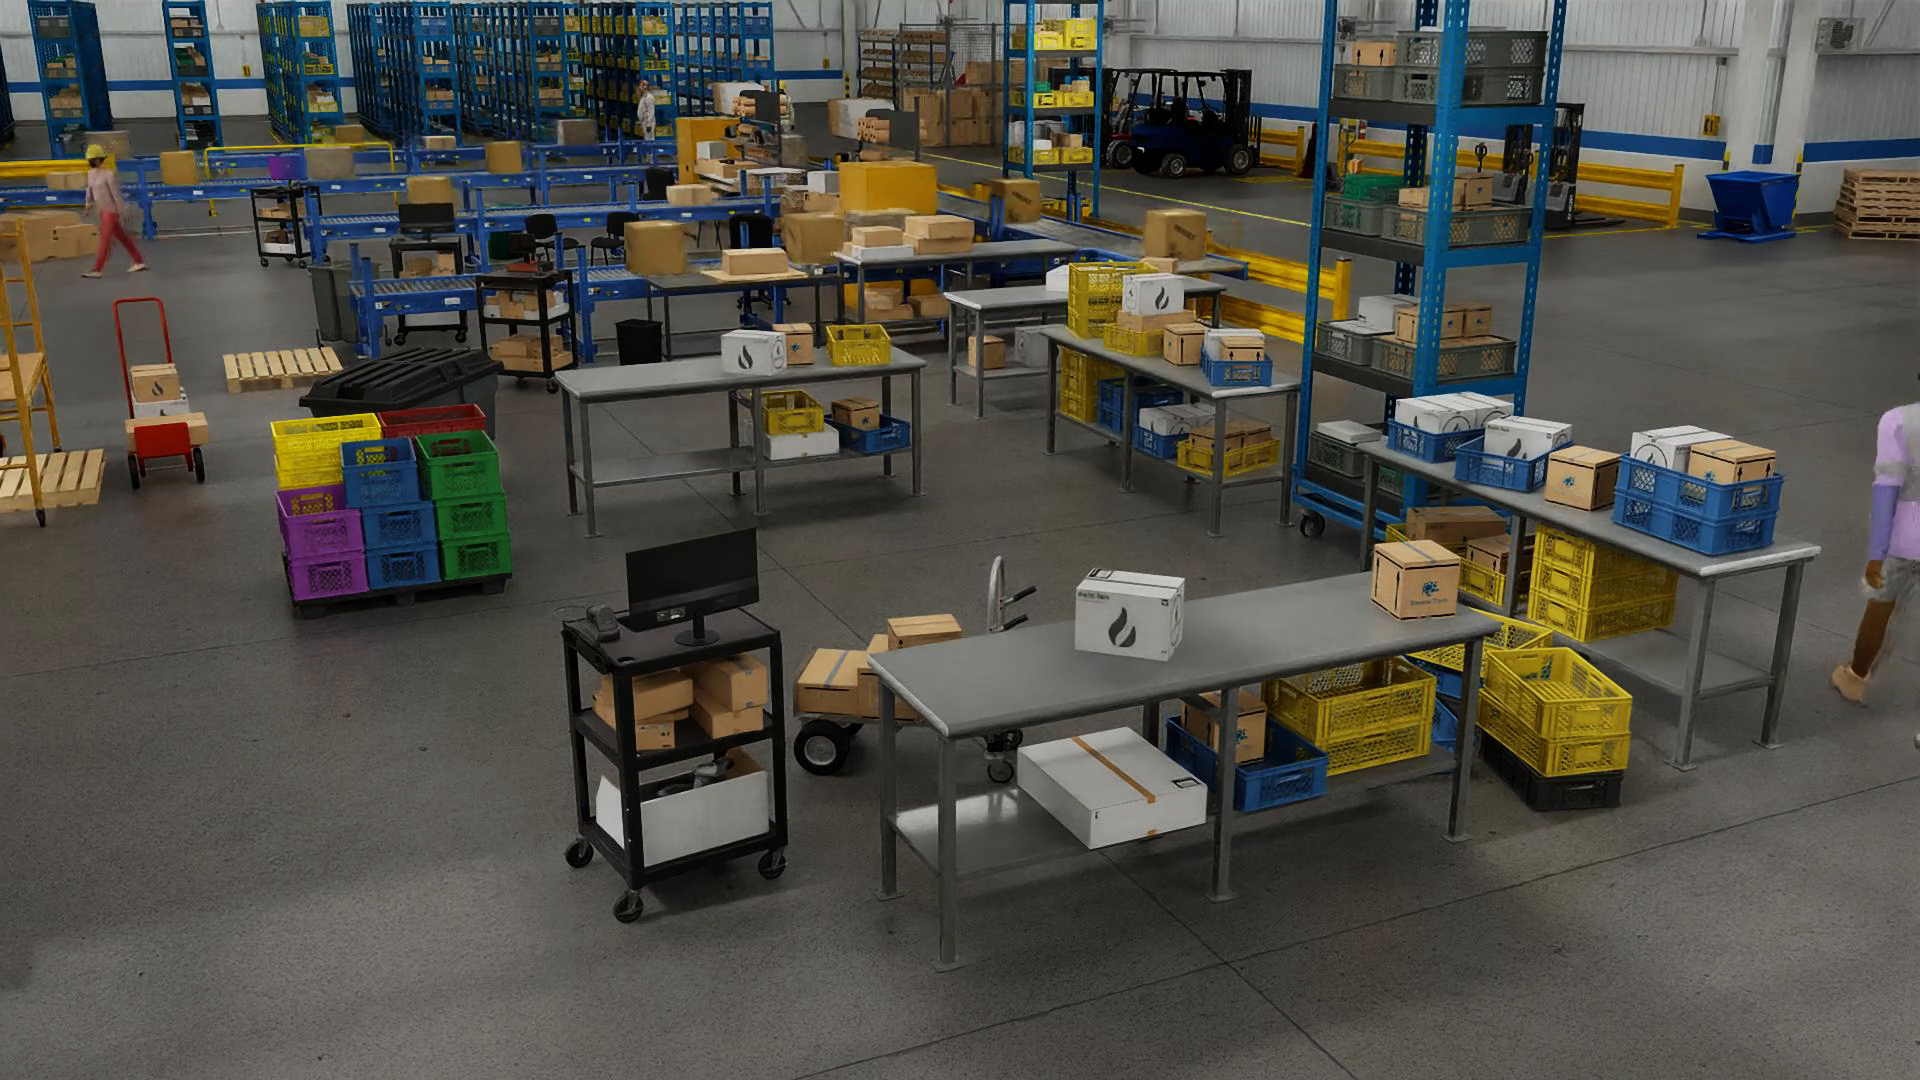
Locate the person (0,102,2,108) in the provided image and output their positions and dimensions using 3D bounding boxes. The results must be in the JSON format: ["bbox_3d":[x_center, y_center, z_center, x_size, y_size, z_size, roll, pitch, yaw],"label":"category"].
[{"bbox_3d":[-28.002,-12.810,48.382,0.389,1.837,0.563,0,18,1],"label":"person"}]

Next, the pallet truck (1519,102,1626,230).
[{"bbox_3d":[9.972,-6.037,26.785,1.885,1.965,0.823,-9,20,-25],"label":"pallet truck"}]

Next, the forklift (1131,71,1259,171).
[{"bbox_3d":[4.998,-8.936,35.413,2.680,1.987,1.157,-9,20,-25],"label":"forklift"}]

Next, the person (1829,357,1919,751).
[{"bbox_3d":[4.581,-0.013,7.851,0.629,1.988,1.067,3,18,8],"label":"person"}]

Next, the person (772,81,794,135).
[{"bbox_3d":[-4.097,-9.666,38.484,0.587,1.834,0.403,5,18,15],"label":"person"}]

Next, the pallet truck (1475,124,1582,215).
[{"bbox_3d":[9.707,-6.455,28.103,1.885,1.965,0.823,-7,19,-20],"label":"pallet truck"}]

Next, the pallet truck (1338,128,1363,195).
[{"bbox_3d":[7.845,-7.140,31.411,1.522,1.261,0.704,-9,20,-25],"label":"pallet truck"}]

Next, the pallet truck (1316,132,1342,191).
[{"bbox_3d":[7.723,-7.504,32.656,1.601,1.201,0.680,-8,19,-23],"label":"pallet truck"}]

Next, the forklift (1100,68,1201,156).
[{"bbox_3d":[4.082,-9.564,37.410,2.680,1.987,1.157,-8,19,-23],"label":"forklift"}]

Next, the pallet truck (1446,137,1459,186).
[{"bbox_3d":[9.184,-6.485,29.328,1.630,1.274,0.653,-8,19,-23],"label":"pallet truck"}]

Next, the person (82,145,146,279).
[{"bbox_3d":[-11.220,-4.332,21.889,0.521,1.709,0.952,12,21,33],"label":"person"}]

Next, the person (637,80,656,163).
[{"bbox_3d":[-7.032,-9.341,37.339,0.406,1.910,0.639,-6,19,-18],"label":"person"}]
